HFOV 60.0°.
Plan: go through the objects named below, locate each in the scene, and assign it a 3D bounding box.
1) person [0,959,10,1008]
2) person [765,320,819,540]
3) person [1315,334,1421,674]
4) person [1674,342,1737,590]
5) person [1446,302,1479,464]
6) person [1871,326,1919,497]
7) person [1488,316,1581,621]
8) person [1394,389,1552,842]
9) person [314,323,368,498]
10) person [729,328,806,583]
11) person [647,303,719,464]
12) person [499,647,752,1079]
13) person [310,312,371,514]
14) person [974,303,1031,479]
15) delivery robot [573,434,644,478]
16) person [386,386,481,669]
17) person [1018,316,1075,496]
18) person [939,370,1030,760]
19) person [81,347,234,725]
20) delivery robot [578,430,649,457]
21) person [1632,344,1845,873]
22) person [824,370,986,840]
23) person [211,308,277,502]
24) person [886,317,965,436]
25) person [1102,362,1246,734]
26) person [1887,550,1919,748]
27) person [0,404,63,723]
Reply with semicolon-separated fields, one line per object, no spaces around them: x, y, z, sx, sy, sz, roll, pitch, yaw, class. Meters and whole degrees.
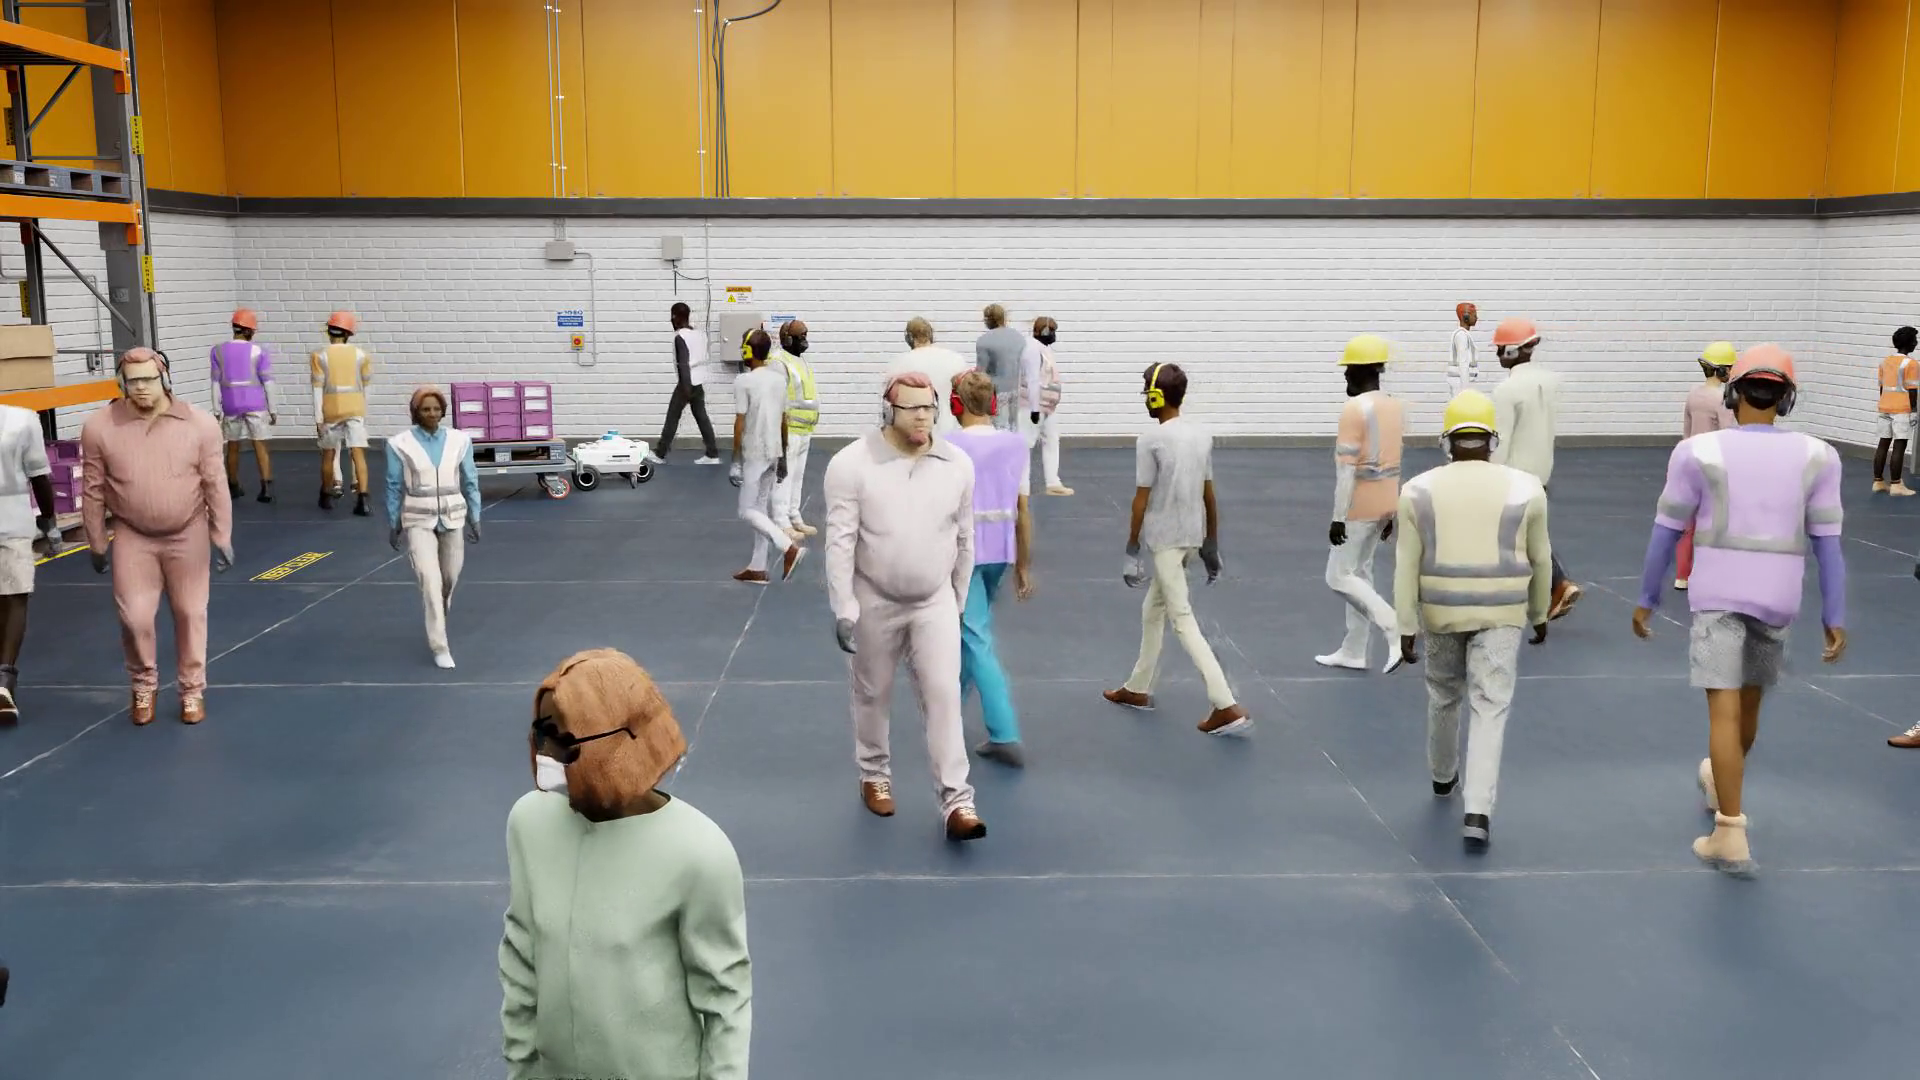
-1.027;1.153;1.692;0.540;1.696;0.317;-3;10;-16;person
-1.398;-0.927;14.007;0.428;1.842;0.629;3;10;15;person
2.288;-0.184;9.230;0.575;1.911;0.616;8;12;39;person
5.214;-0.488;11.548;0.309;1.769;0.525;-2;9;-10;person
5.774;-1.777;19.092;0.355;1.883;0.575;2;9;10;person
9.392;-1.286;16.648;0.318;1.697;0.535;-1;9;-6;person
3.541;-0.406;10.399;0.617;1.972;0.589;-7;12;-37;person
2.074;0.285;6.748;0.595;1.795;0.902;4;10;24;person
-6.186;-1.342;16.615;0.515;1.836;0.882;-2;10;-13;person
-1.377;-0.580;11.837;0.636;1.850;0.544;6;11;34;person
-3.247;-1.793;19.284;0.954;1.845;0.604;2;9;12;person
-0.595;0.986;2.911;0.504;1.631;0.280;5;10;27;person
-5.748;-1.176;15.489;0.548;1.871;0.993;-5;11;-30;person
0.453;-1.543;17.593;0.674;1.910;0.405;-8;12;-40;person
-3.630;-0.849;17.177;0.707;0.478;0.477;-2;9;-14;delivery robot
-3.082;-0.108;9.712;0.524;1.609;0.811;-6;11;-32;person
0.707;-1.341;16.660;0.855;1.799;0.648;3;10;16;person
0.042;0.099;7.858;0.592;1.792;0.971;-6;11;-33;person
-3.946;-0.004;8.206;0.666;1.887;0.457;-4;10;-25;person
-3.685;-0.930;17.669;0.707;0.478;0.477;-5;10;-29;delivery robot
3.031;0.230;6.513;0.692;1.967;1.061;1;9;9;person
-0.212;0.266;6.630;0.656;1.858;0.968;-3;10;-16;person
-6.982;-1.298;16.218;0.585;1.902;0.654;-2;9;-12;person
-0.257;-0.811;13.208;0.698;1.874;0.959;-2;10;-15;person
1.077;0.031;8.252;0.528;1.819;0.976;-9;13;-43;person
4.644;0.084;7.603;0.401;1.910;0.640;-3;10;-16;person
-4.927;-0.053;8.405;0.614;1.929;0.951;-3;10;-18;person
